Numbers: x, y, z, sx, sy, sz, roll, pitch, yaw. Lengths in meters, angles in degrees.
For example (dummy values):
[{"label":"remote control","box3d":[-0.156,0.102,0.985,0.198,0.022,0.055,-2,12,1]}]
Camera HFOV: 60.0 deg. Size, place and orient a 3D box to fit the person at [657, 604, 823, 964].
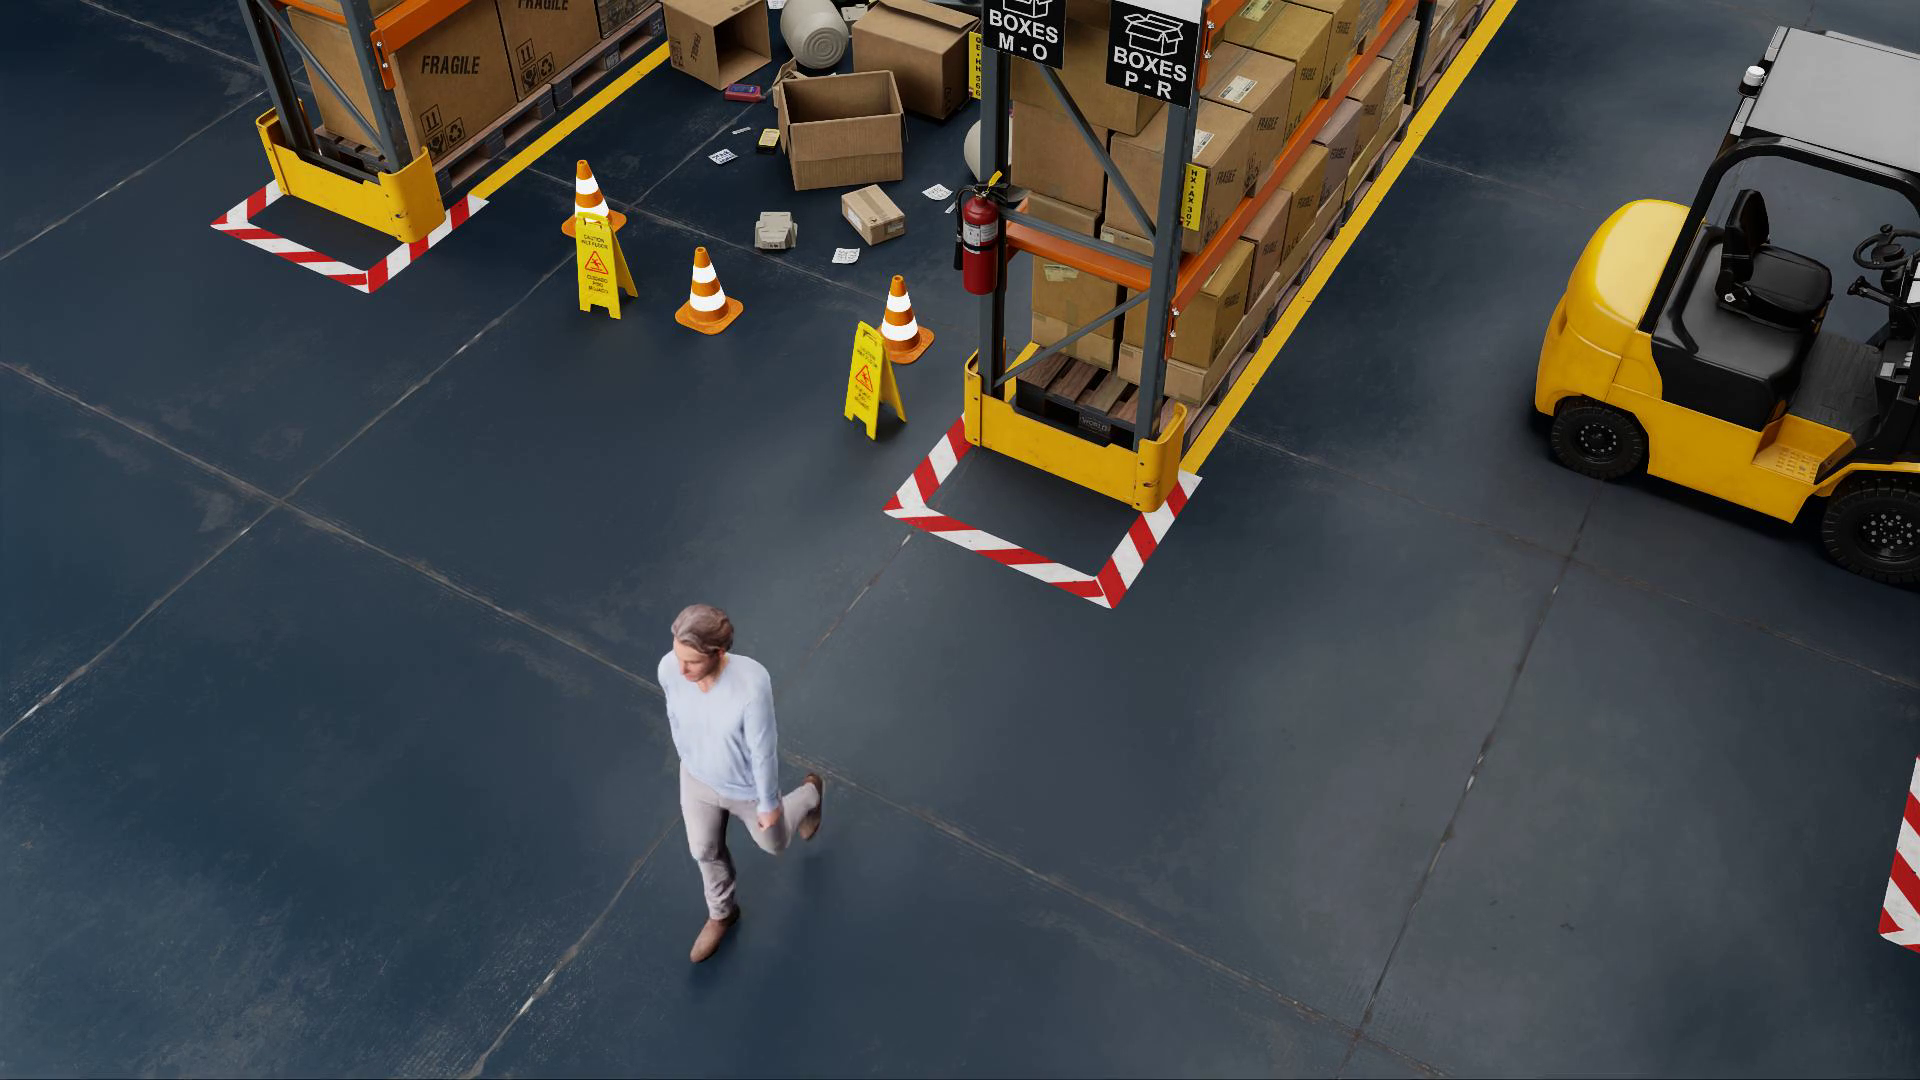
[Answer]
[{"label":"person","box3d":[-0.846,0.864,6.497,0.761,1.871,1.155,17,50,15]}]
